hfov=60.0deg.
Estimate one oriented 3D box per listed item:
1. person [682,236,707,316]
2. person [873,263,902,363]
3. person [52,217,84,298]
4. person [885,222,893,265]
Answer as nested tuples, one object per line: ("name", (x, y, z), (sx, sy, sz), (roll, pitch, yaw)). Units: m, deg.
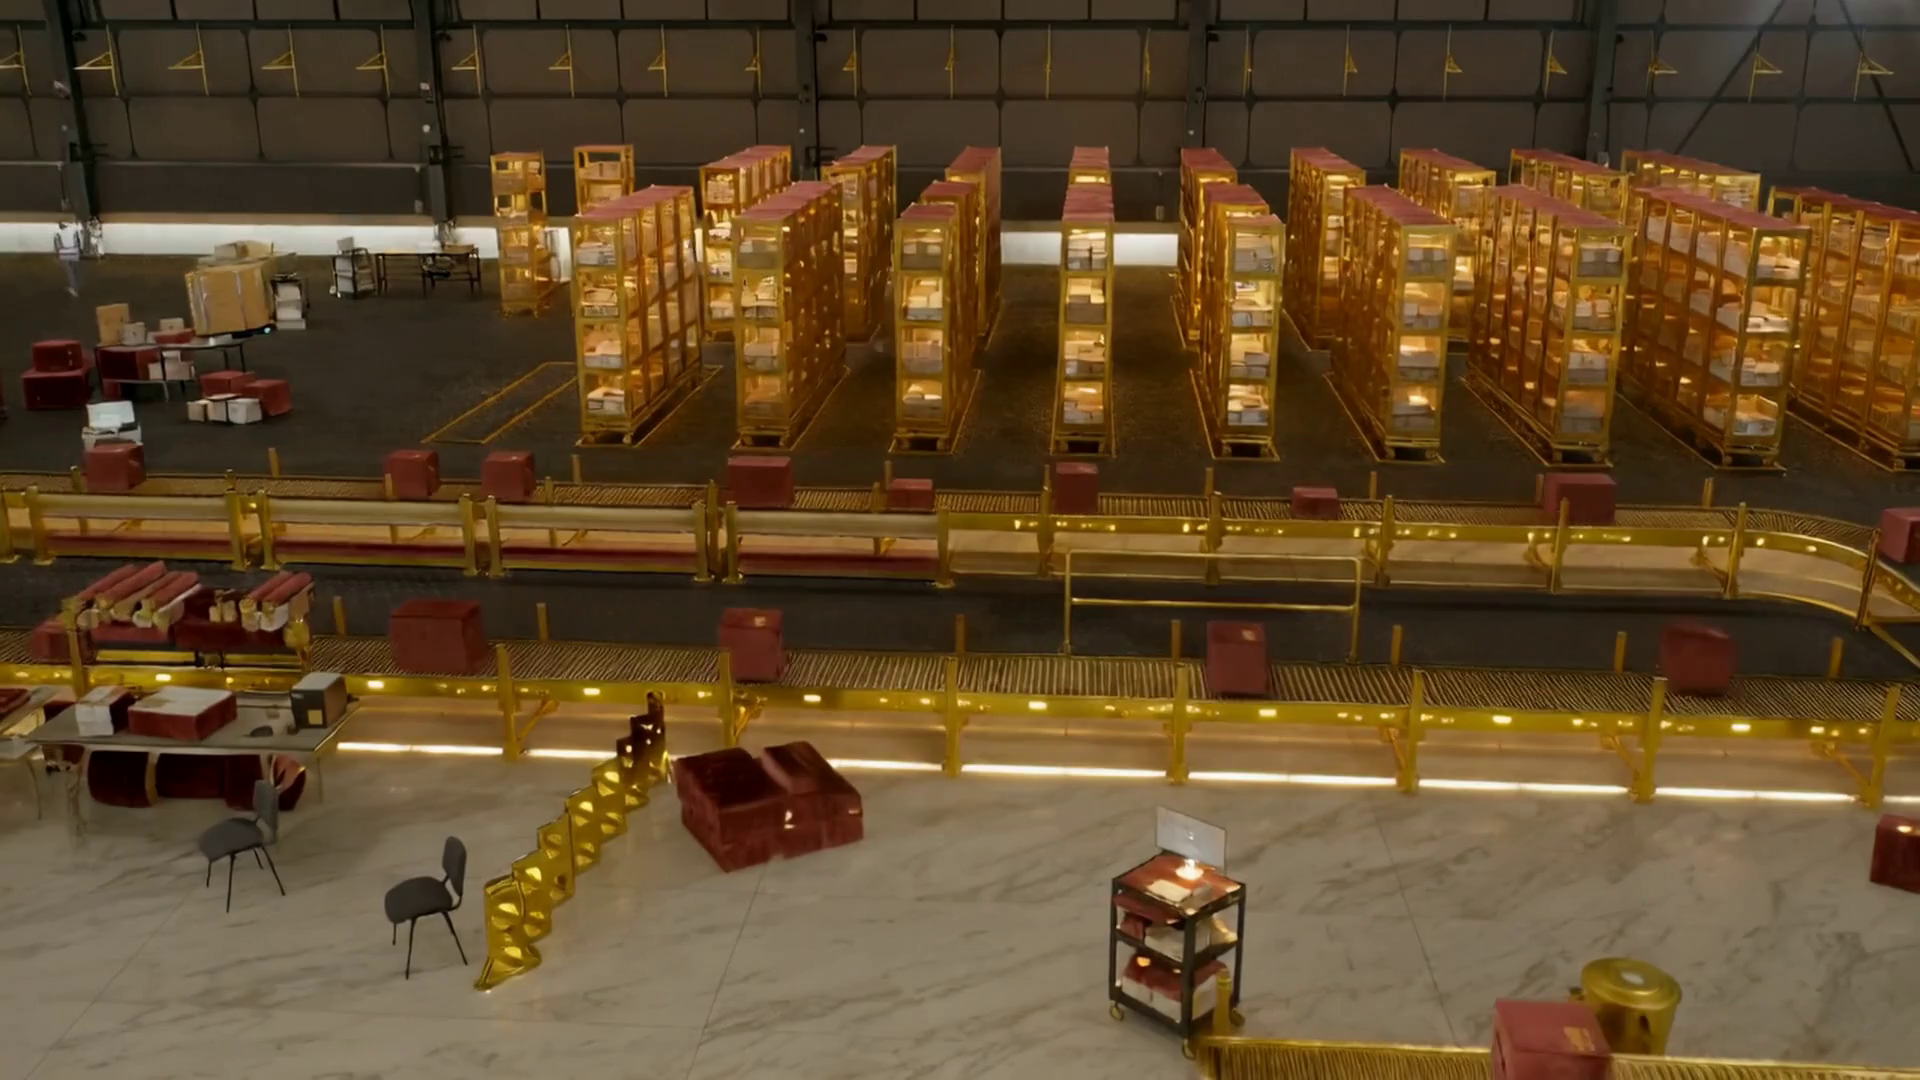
("person", (-6.072, -6.027, 37.781), (0.635, 1.785, 0.908), (-6, 18, -17))
("person", (-1.333, -4.390, 32.260), (0.568, 1.969, 0.667), (4, 18, 11))
("person", (-21.550, -6.828, 40.095), (0.938, 1.905, 0.644), (16, 23, 41))
("person", (-1.923, -7.427, 42.104), (0.570, 1.844, 0.380), (-16, 24, -41))
